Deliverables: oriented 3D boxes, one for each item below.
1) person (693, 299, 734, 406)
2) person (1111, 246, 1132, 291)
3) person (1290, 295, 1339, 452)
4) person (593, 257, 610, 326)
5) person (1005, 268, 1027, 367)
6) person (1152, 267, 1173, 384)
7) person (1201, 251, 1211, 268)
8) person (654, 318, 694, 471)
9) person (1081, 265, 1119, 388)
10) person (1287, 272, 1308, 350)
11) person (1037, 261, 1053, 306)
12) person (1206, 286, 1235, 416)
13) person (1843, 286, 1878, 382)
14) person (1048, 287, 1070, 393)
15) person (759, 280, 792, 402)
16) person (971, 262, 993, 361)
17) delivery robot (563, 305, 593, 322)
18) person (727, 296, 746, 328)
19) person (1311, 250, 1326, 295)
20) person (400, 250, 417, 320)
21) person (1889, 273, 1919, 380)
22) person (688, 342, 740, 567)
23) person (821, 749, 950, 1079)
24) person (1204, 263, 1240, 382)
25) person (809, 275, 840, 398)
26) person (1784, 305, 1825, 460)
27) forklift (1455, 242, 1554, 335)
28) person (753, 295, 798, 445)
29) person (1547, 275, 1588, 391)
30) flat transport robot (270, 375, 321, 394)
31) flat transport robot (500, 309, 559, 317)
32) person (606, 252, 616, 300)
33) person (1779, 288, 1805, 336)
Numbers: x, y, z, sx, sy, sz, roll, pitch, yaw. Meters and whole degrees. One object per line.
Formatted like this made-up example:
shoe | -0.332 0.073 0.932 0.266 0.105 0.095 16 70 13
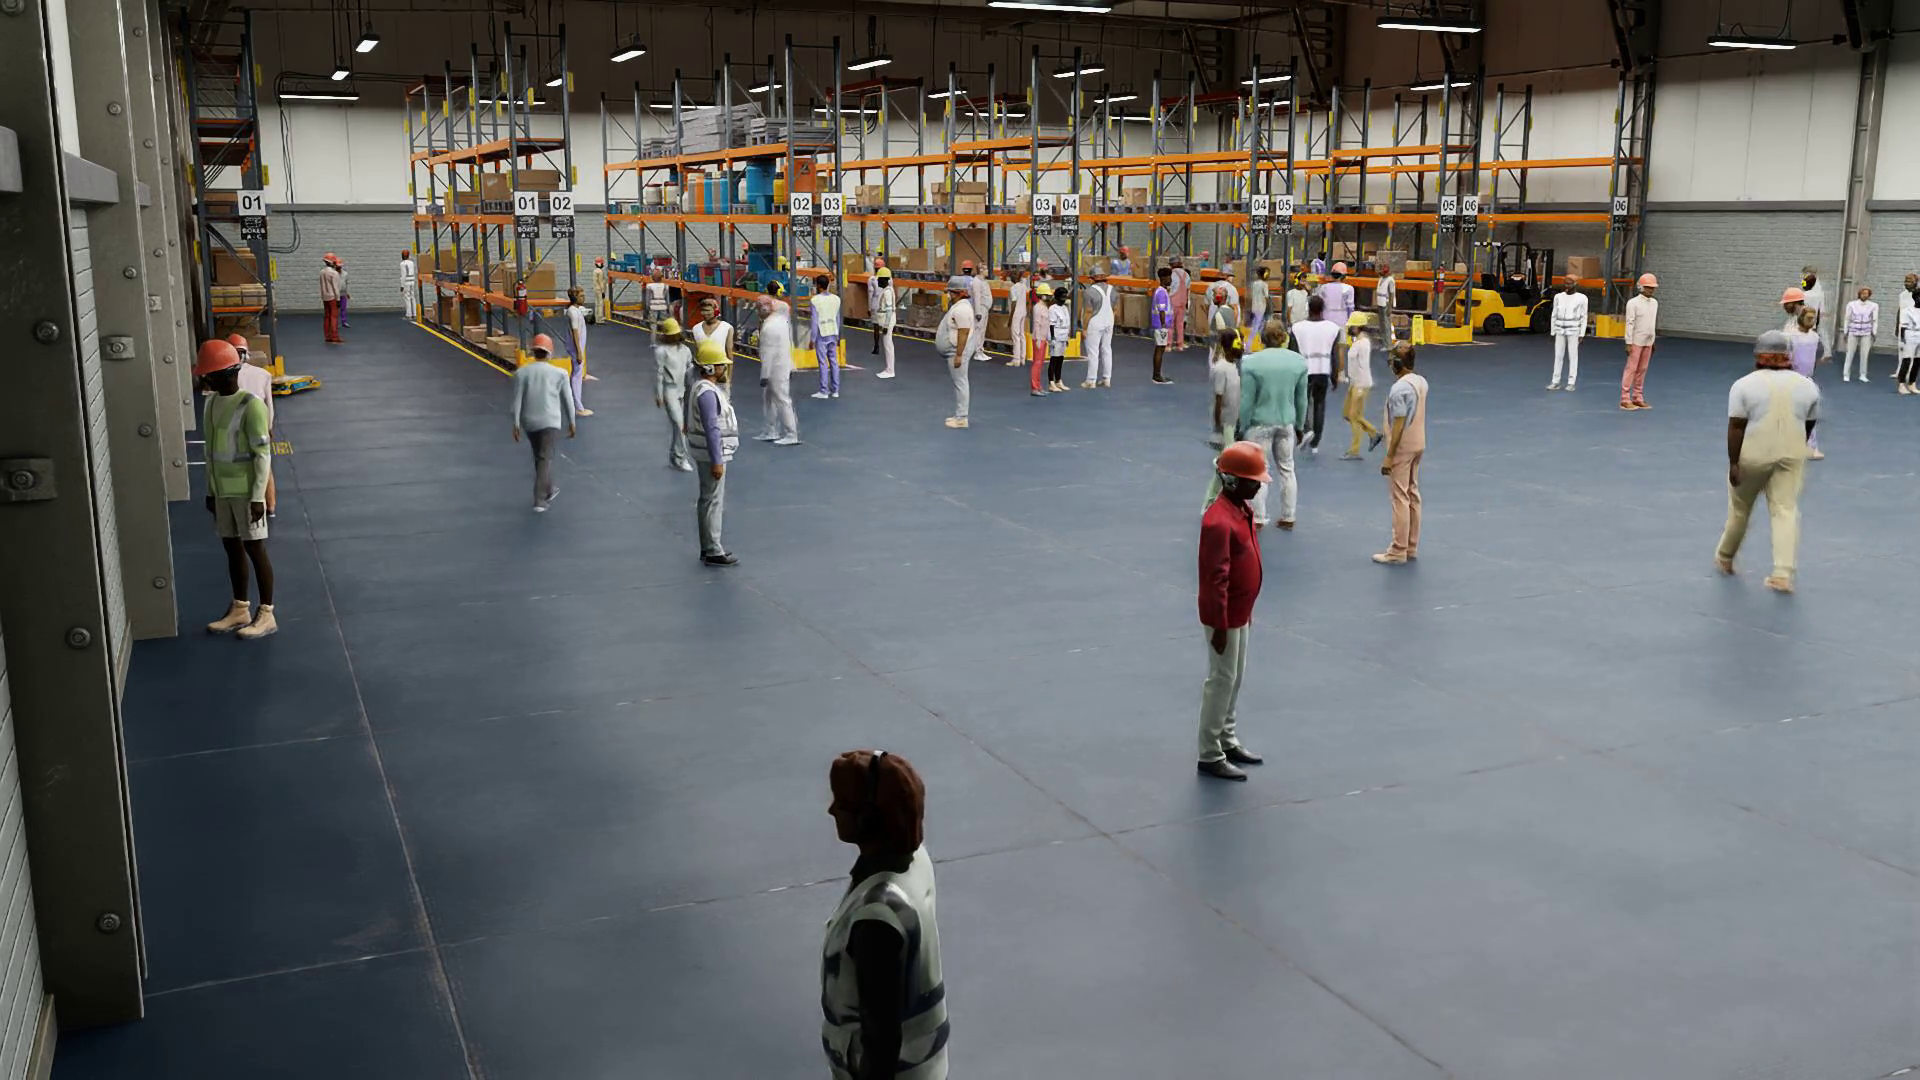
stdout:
person | -3.021 -2.049 20.482 0.560 1.837 0.389 5 12 22
person | 4.226 -6.632 43.266 0.671 2.021 0.456 -7 13 -31
person | 4.255 -1.980 19.961 0.607 1.905 0.489 0 11 0
person | -9.236 -6.388 42.717 0.321 1.755 0.563 -6 13 -29
person | 1.062 -4.182 31.282 0.346 1.846 0.505 6 13 30
person | 3.431 -3.634 28.185 0.361 1.964 0.614 0 11 2
person | 7.427 -7.810 50.031 0.626 1.716 0.606 -3 11 -14
person | -3.180 -1.634 18.695 0.526 1.702 0.513 9 14 37
person | 2.244 -3.535 27.494 0.681 2.000 0.538 -8 14 -36
person | 5.850 -3.700 28.792 0.507 1.865 0.329 -10 15 -41
person | 1.967 -5.736 39.455 0.585 1.731 0.408 -6 12 -26
person | 3.724 -2.667 23.590 0.374 1.840 0.569 4 12 21
person | 15.395 -3.521 28.466 0.516 1.634 0.315 4 12 19
person | 1.594 -3.233 26.843 0.319 1.695 0.532 7 13 30
person | -2.796 -2.999 25.207 0.512 1.872 0.328 2 11 11
person | 0.438 -4.475 32.604 0.409 1.913 0.651 2 11 12
delivery robot | -9.834 -5.848 42.802 0.707 0.478 0.477 3 12 16
person | -5.643 -6.172 41.767 0.659 1.696 0.414 6 13 28
person | 10.189 -7.266 46.966 0.633 1.841 0.429 -6 13 -29
person | -14.969 -6.911 45.053 0.343 1.882 0.585 3 11 14
person | 16.443 -3.691 28.829 0.347 1.839 0.501 -4 12 -20
person | -2.015 -0.702 13.629 0.403 1.833 0.591 -3 12 -15
person | -0.179 1.289 3.997 0.312 1.642 0.512 1 11 6
person | 4.500 -3.679 28.229 0.536 2.000 0.677 -9 14 -38
person | -2.102 -3.172 25.963 0.394 1.920 0.587 10 15 42
person | 9.910 -1.877 19.715 0.520 1.801 0.993 -3 11 -13
forklift | 13.047 -6.049 39.881 2.313 2.155 1.214 -5 12 -23
person | -2.367 -2.099 20.670 0.776 1.859 0.699 1 11 6
person | 9.869 -3.362 27.018 0.573 1.883 0.357 11 15 43
flat transport robot | -10.909 -2.504 26.770 0.652 0.197 1.431 1 11 3
flat transport robot | -11.909 -6.287 45.995 1.431 0.197 0.652 1 11 6
person | -9.848 -7.249 47.080 0.328 1.764 0.528 2 11 8
person | 10.684 -2.274 21.395 0.390 1.923 0.548 2 11 8
